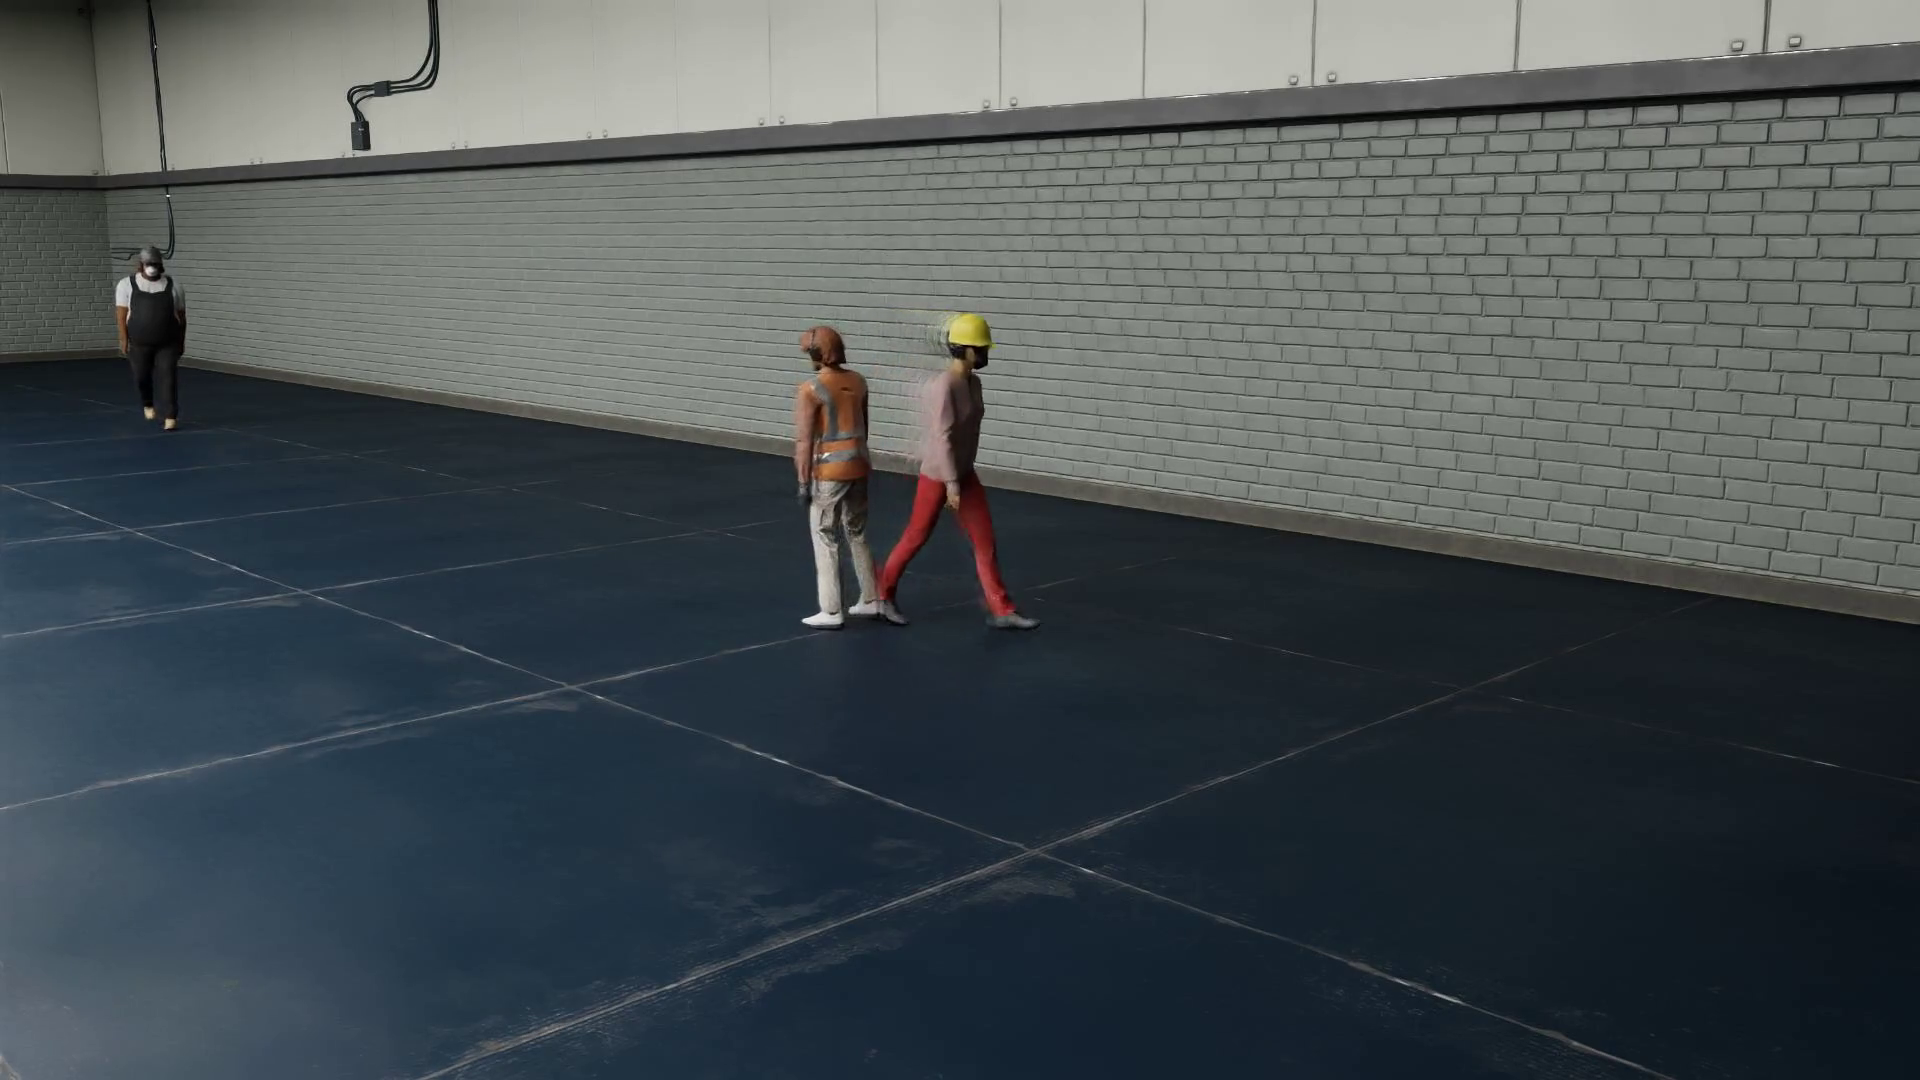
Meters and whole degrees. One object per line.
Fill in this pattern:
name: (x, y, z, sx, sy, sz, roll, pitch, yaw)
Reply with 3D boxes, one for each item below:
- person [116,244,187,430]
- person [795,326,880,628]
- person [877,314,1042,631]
person: (-8.839, -2.221, 18.256, 0.695, 2.000, 0.696, -5, 12, -26)
person: (-0.673, -0.332, 8.975, 0.382, 1.621, 0.540, 8, 13, 37)
person: (-0.070, -0.357, 8.902, 0.981, 1.704, 0.533, 5, 12, 27)
